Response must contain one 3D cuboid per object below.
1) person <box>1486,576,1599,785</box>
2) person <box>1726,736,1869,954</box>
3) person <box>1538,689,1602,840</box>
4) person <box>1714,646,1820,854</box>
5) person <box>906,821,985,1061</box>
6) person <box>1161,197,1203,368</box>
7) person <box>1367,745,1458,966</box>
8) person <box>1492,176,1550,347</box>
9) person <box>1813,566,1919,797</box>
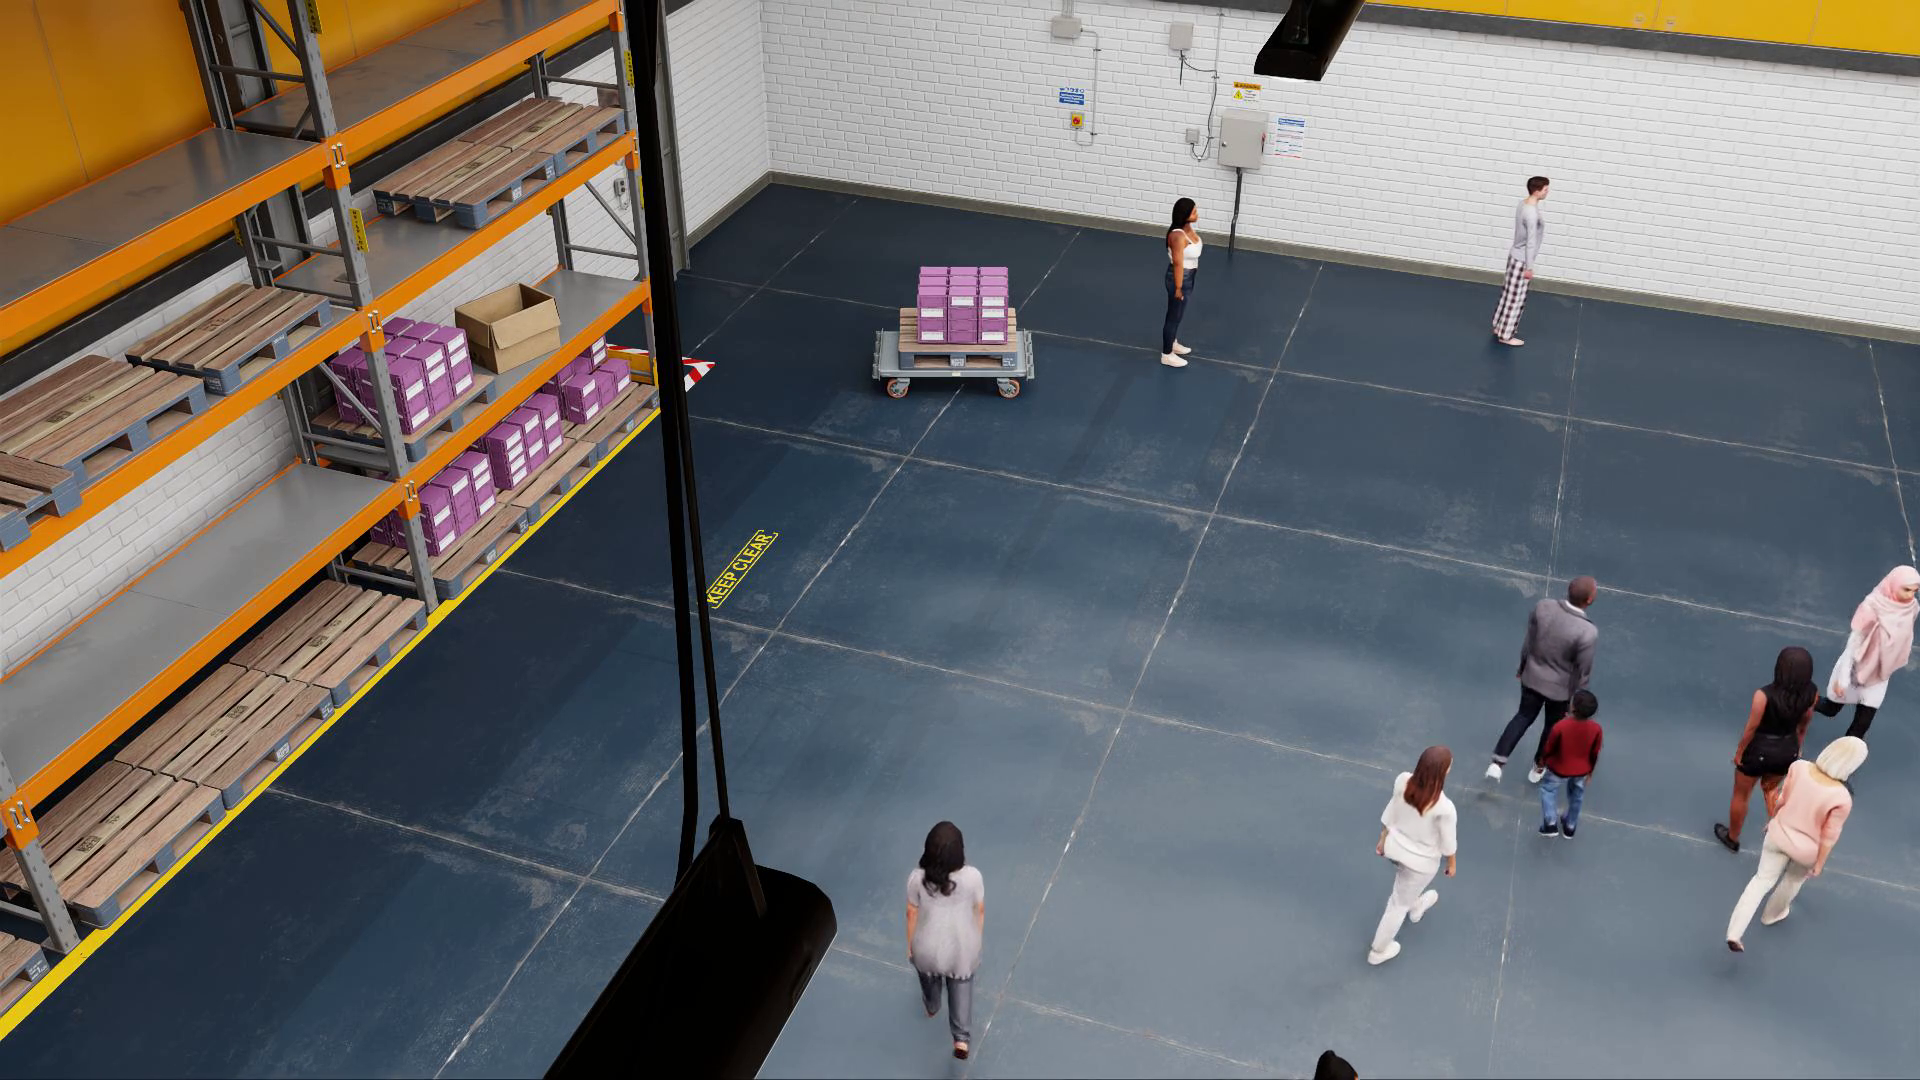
[{"bbox_3d":[4.080,1.044,11.671,1.102,1.795,0.990,-21,39,-28],"label":"person"},{"bbox_3d":[5.198,1.933,10.433,1.114,1.686,0.985,-21,39,-28],"label":"person"},{"bbox_3d":[4.166,1.576,11.370,0.593,1.243,0.641,3,34,4],"label":"person"},{"bbox_3d":[5.434,1.478,11.076,0.828,1.731,0.934,-8,34,-11],"label":"person"},{"bbox_3d":[-0.090,2.389,9.837,0.849,1.585,1.043,-2,34,-3],"label":"person"},{"bbox_3d":[2.269,-2.701,17.292,0.714,1.810,0.560,8,34,12],"label":"person"},{"bbox_3d":[2.766,1.995,10.364,1.072,1.658,0.935,-22,40,-30],"label":"person"},{"bbox_3d":[5.969,-2.989,17.692,0.741,1.847,0.572,2,34,4],"label":"person"},{"bbox_3d":[6.388,0.902,11.901,0.967,1.777,1.206,-2,34,-3],"label":"person"}]
